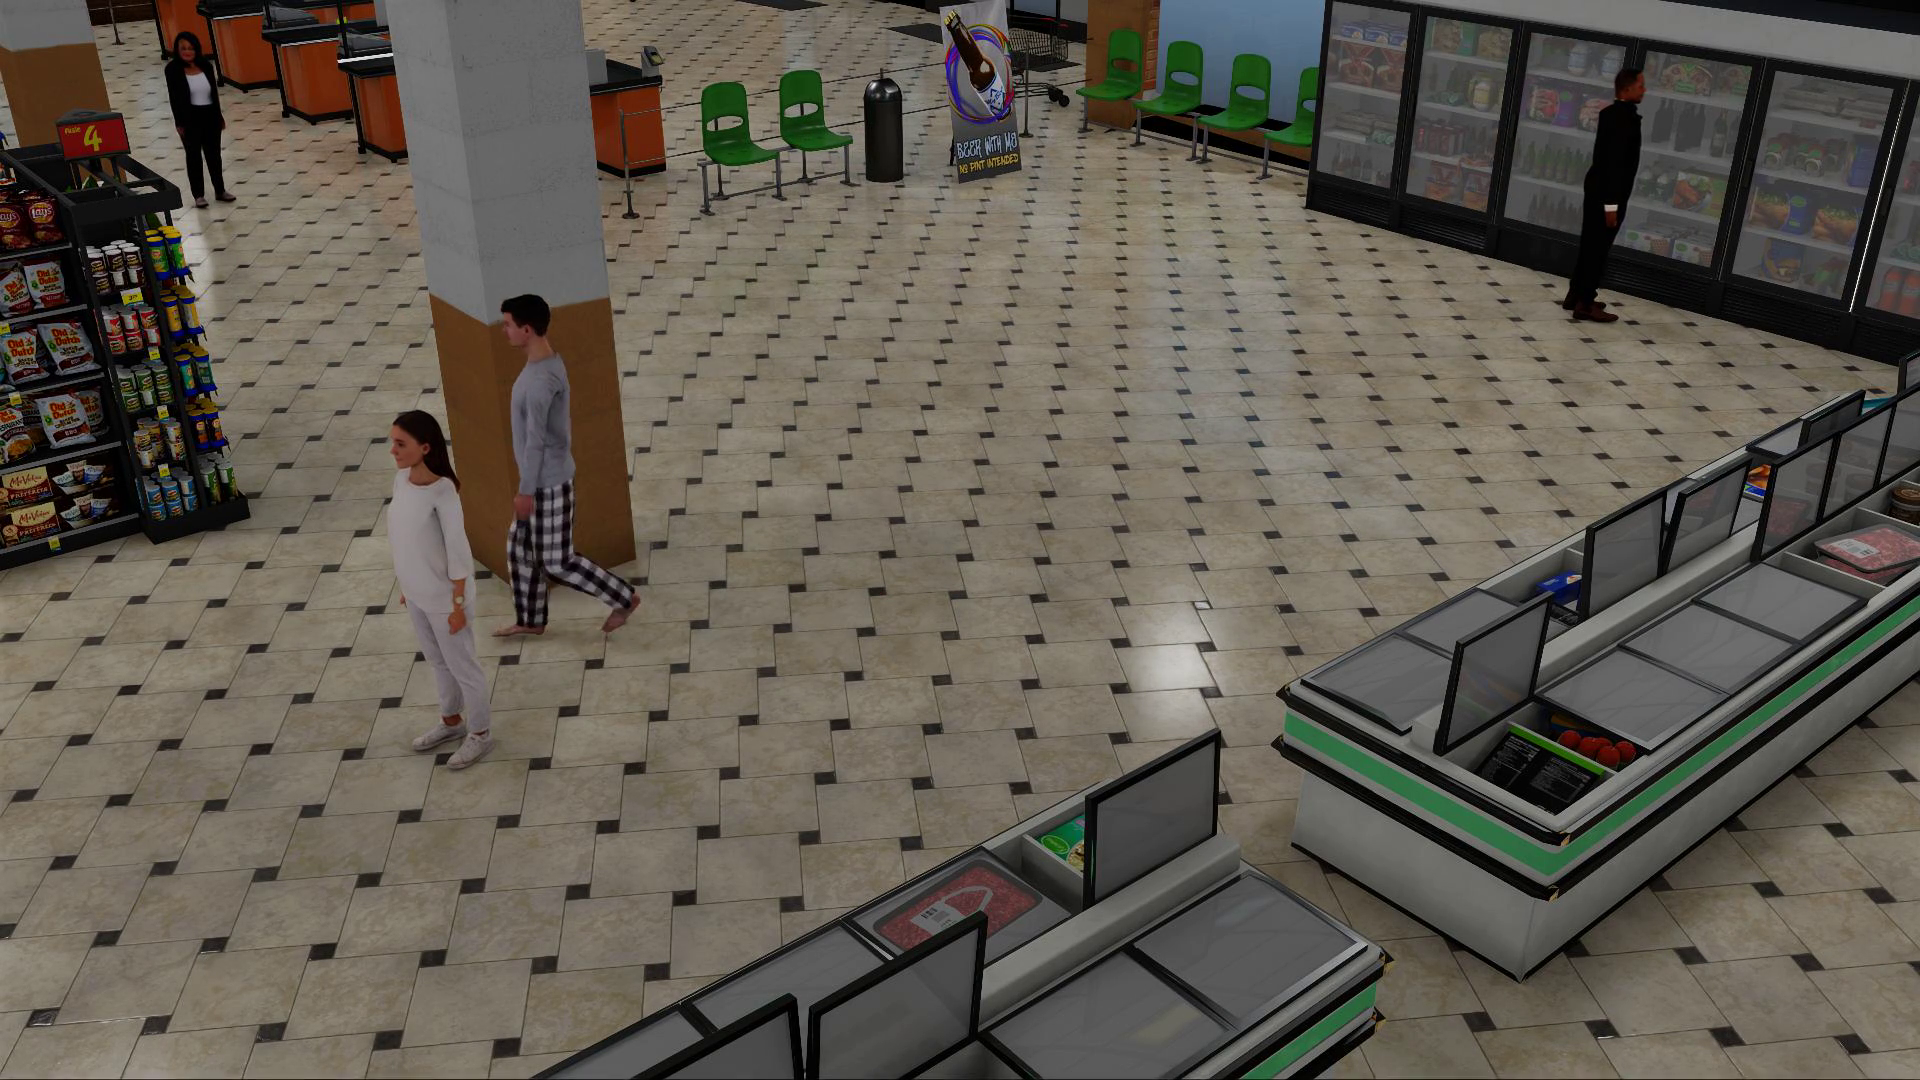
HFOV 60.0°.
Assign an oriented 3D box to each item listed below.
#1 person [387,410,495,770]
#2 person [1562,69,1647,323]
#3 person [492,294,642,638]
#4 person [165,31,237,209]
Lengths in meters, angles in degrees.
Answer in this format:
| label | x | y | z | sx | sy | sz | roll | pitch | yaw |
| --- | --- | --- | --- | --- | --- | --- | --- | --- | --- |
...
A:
| label | x | y | z | sx | sy | sz | roll | pitch | yaw |
| --- | --- | --- | --- | --- | --- | --- | --- | --- | --- |
| person | -2.312 | 0.212 | 7.368 | 0.642 | 1.688 | 0.605 | 19 | 33 | 33 |
| person | 4.959 | -2.630 | 12.789 | 0.853 | 1.853 | 0.775 | 4 | 27 | 9 |
| person | -1.976 | -0.309 | 8.248 | 1.099 | 1.823 | 0.905 | -7 | 28 | -14 |
| person | -7.201 | -3.980 | 15.720 | 0.744 | 1.611 | 0.622 | 20 | 33 | 34 |
